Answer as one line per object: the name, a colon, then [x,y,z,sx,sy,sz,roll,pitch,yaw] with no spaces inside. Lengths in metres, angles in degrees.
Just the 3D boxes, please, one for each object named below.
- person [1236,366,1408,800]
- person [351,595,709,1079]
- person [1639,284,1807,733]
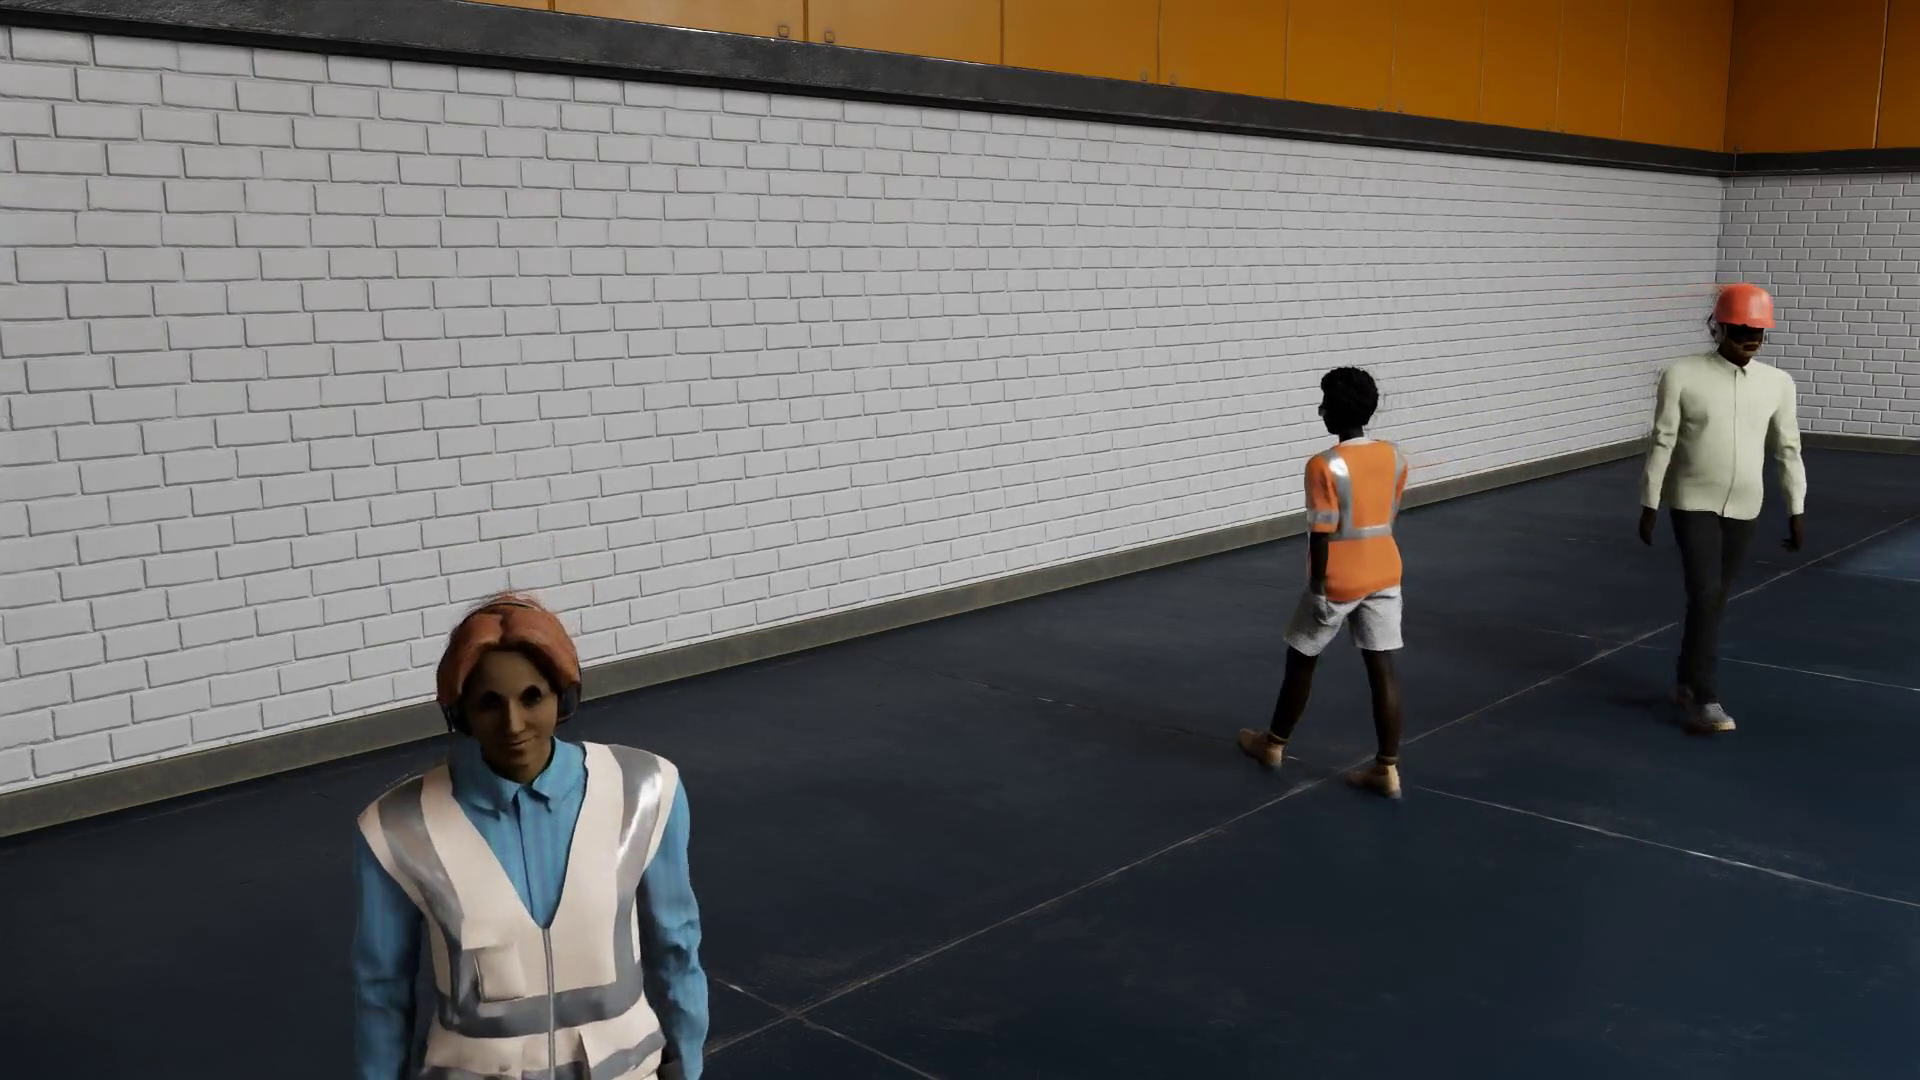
person: [1.469,0.151,6.584,0.543,1.668,0.788,-6,11,-30]
person: [-0.665,0.871,2.602,0.532,1.623,0.437,-4,11,-22]
person: [3.418,-0.131,7.330,0.659,1.959,0.865,-1,10,-4]
